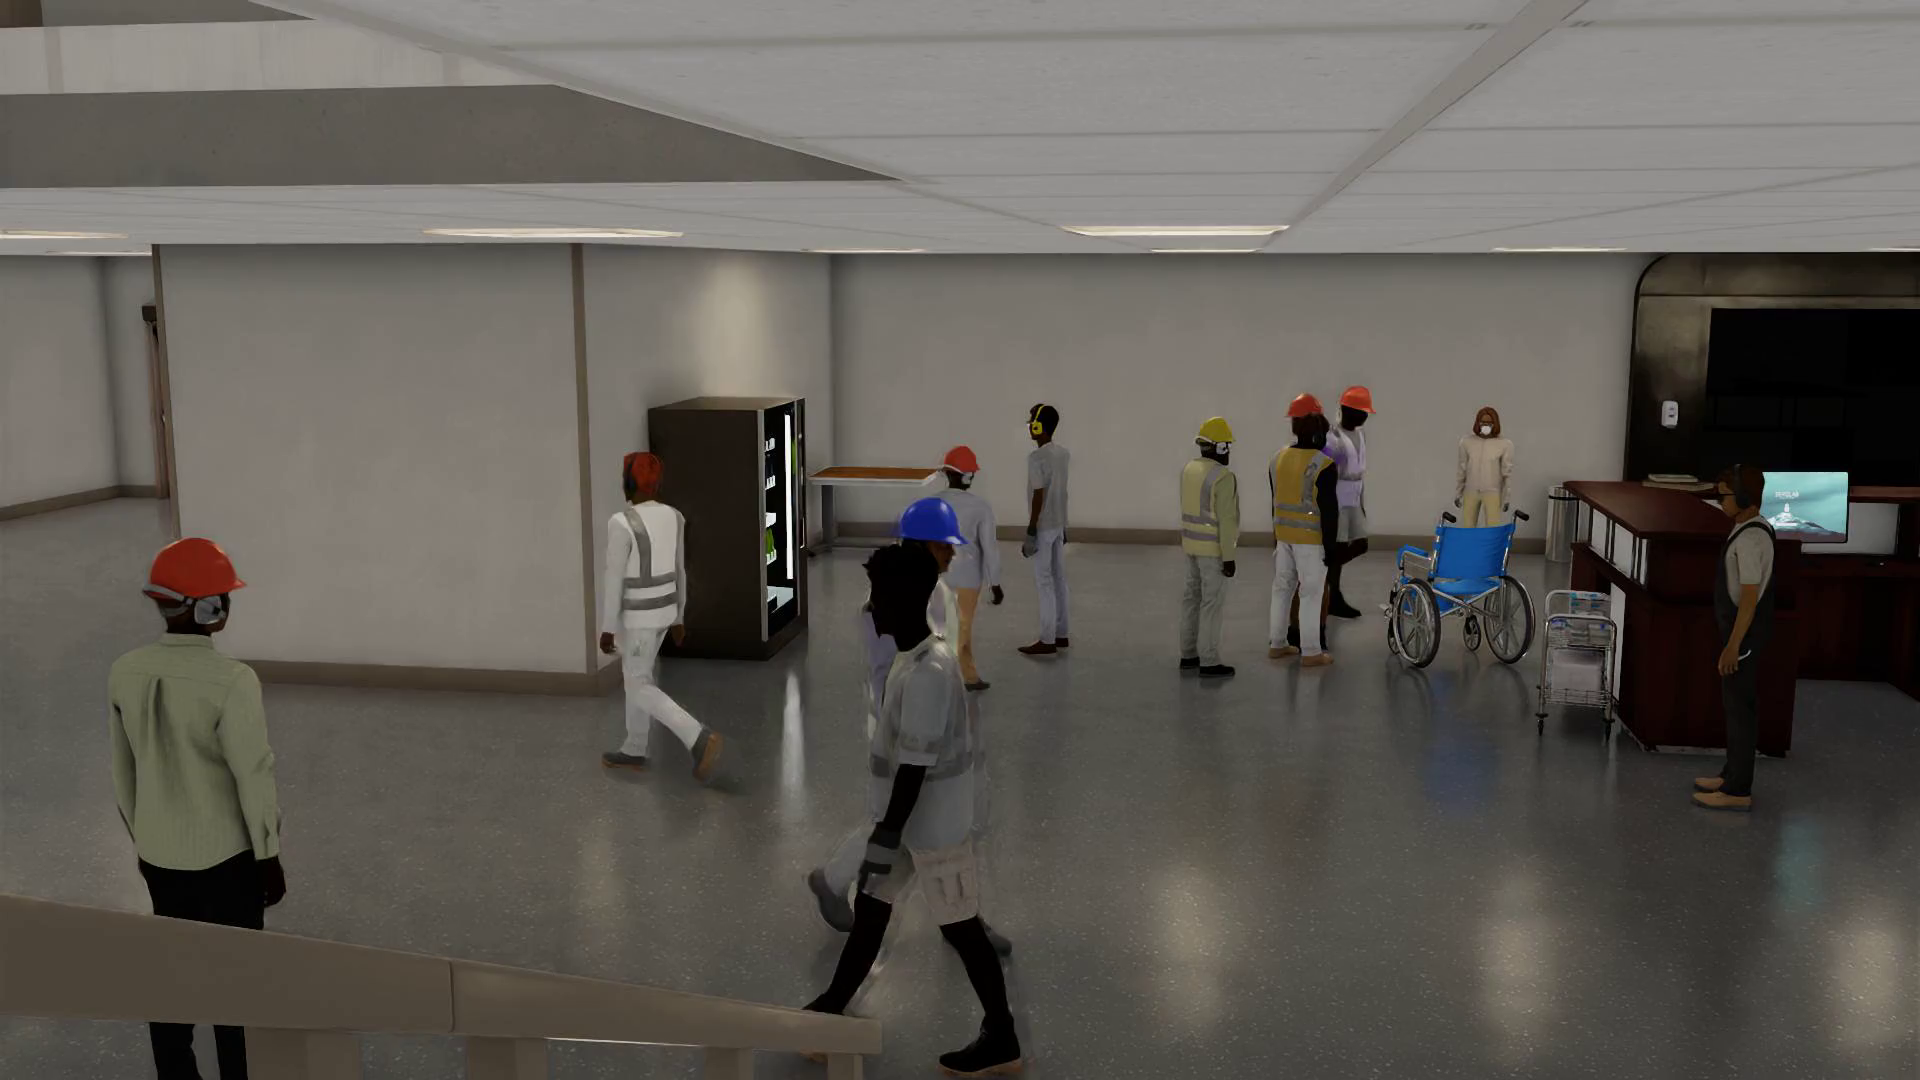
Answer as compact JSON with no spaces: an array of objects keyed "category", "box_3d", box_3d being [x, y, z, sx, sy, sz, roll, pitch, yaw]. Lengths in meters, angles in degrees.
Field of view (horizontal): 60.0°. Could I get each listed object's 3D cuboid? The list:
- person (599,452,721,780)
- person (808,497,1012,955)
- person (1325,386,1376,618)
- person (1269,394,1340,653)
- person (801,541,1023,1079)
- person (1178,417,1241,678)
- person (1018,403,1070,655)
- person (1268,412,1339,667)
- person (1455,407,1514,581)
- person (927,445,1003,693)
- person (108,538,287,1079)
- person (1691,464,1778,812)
[{"category":"person","box_3d":[-1.692,0.432,9.259,0.797,1.857,0.576,4,10,25]},{"category":"person","box_3d":[-0.210,0.771,6.946,0.831,1.923,0.626,6,11,35]},{"category":"person","box_3d":[3.128,-0.313,13.658,0.565,1.912,0.581,9,13,44]},{"category":"person","box_3d":[2.558,-0.119,12.438,0.556,1.930,0.404,-5,11,-30]},{"category":"person","box_3d":[-0.235,0.963,5.781,0.999,1.912,0.614,-2,9,-10]},{"category":"person","box_3d":[1.763,0.050,11.713,0.404,1.826,0.591,-4,10,-24]},{"category":"person","box_3d":[0.627,-0.075,12.328,0.332,1.872,0.514,6,11,33]},{"category":"person","box_3d":[2.498,-0.006,12.047,0.431,1.835,0.622,-6,11,-33]},{"category":"person","box_3d":[4.744,-0.395,15.072,0.504,1.627,0.285,5,11,30]},{"category":"person","box_3d":[-0.040,0.240,10.902,0.571,1.718,0.880,7,12,37]},{"category":"person","box_3d":[-2.453,0.981,5.431,0.619,1.992,0.394,4,10,21]},{"category":"person","box_3d":[4.106,0.514,8.786,0.345,1.840,0.504,5,10,28]}]
